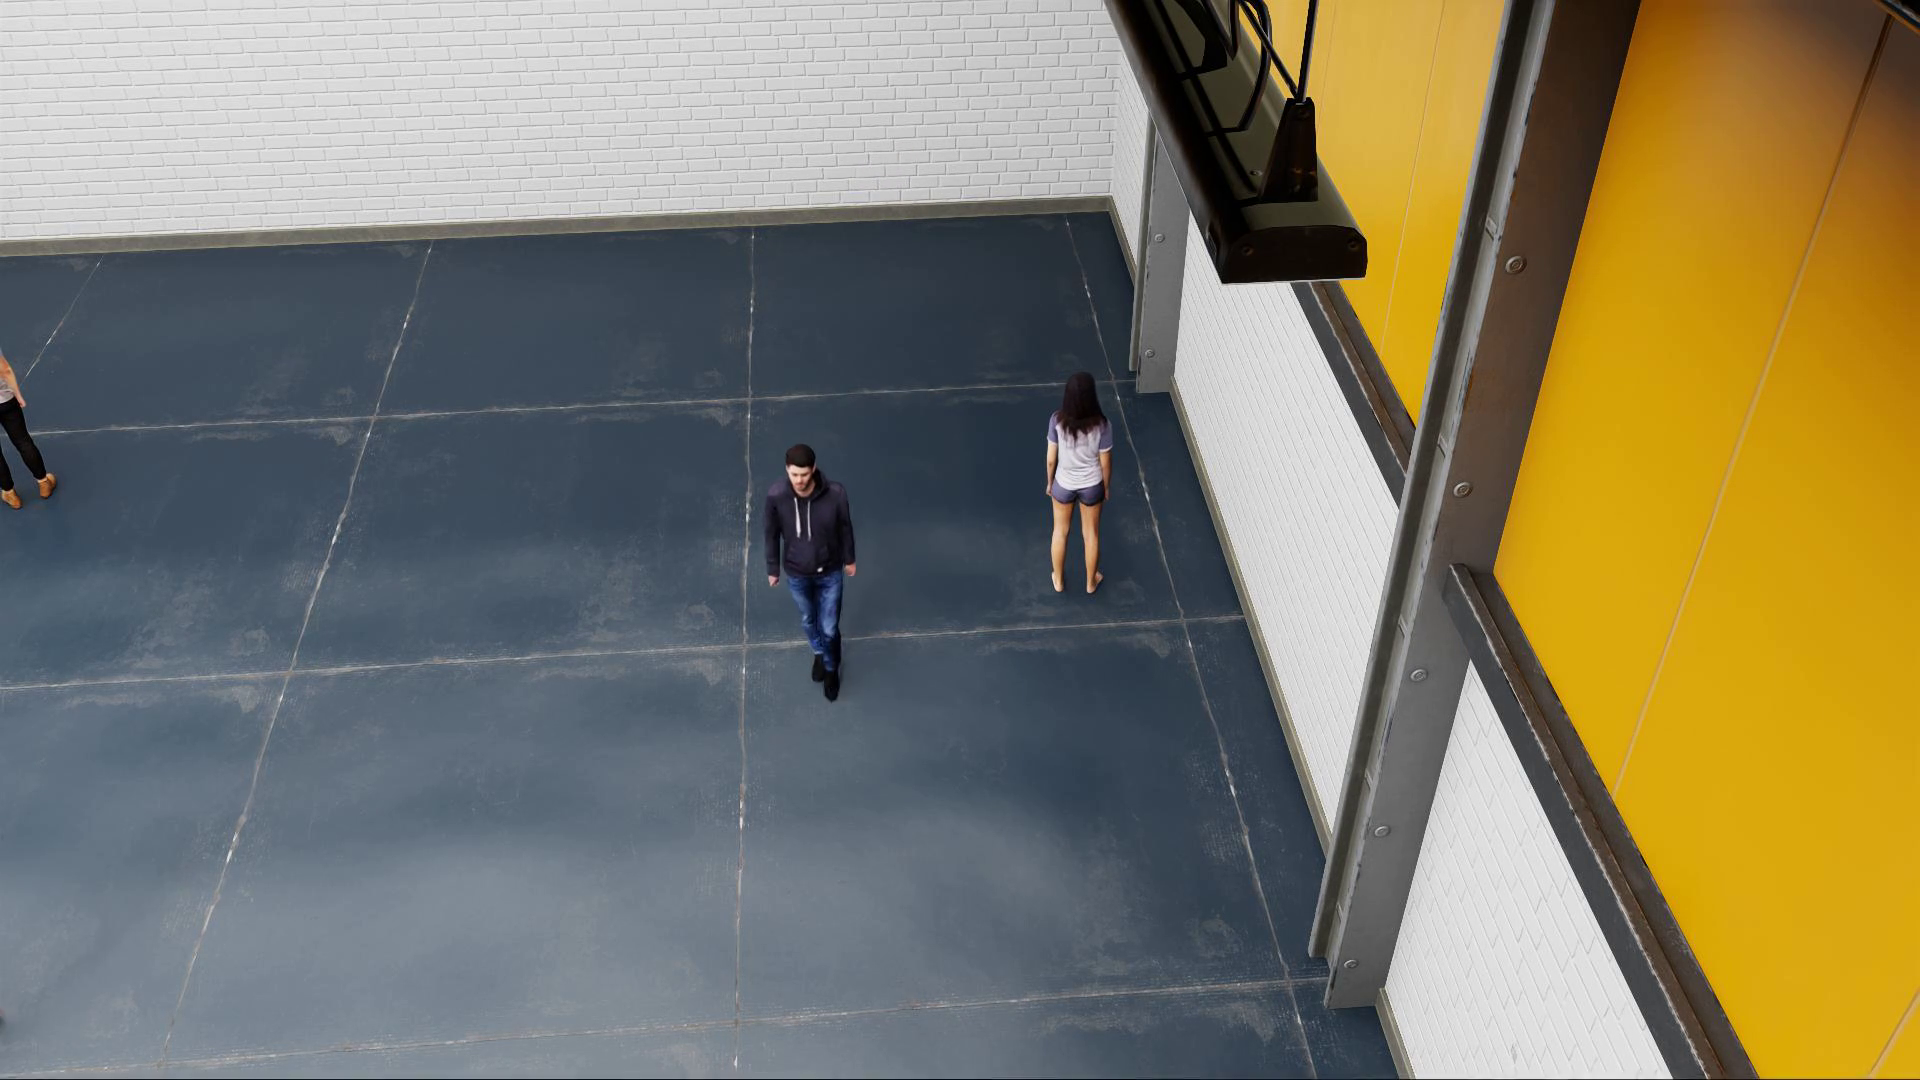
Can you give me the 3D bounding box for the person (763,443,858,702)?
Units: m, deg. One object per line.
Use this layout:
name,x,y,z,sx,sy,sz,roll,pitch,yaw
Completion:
person,-0.905,0.110,10.475,0.782,1.873,0.782,5,39,6

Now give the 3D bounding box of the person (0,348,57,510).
person,-7.020,-1.003,11.991,0.684,1.722,0.676,-22,43,-25

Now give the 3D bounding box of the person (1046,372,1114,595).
person,0.792,-0.374,11.196,0.627,1.731,0.563,5,39,6
